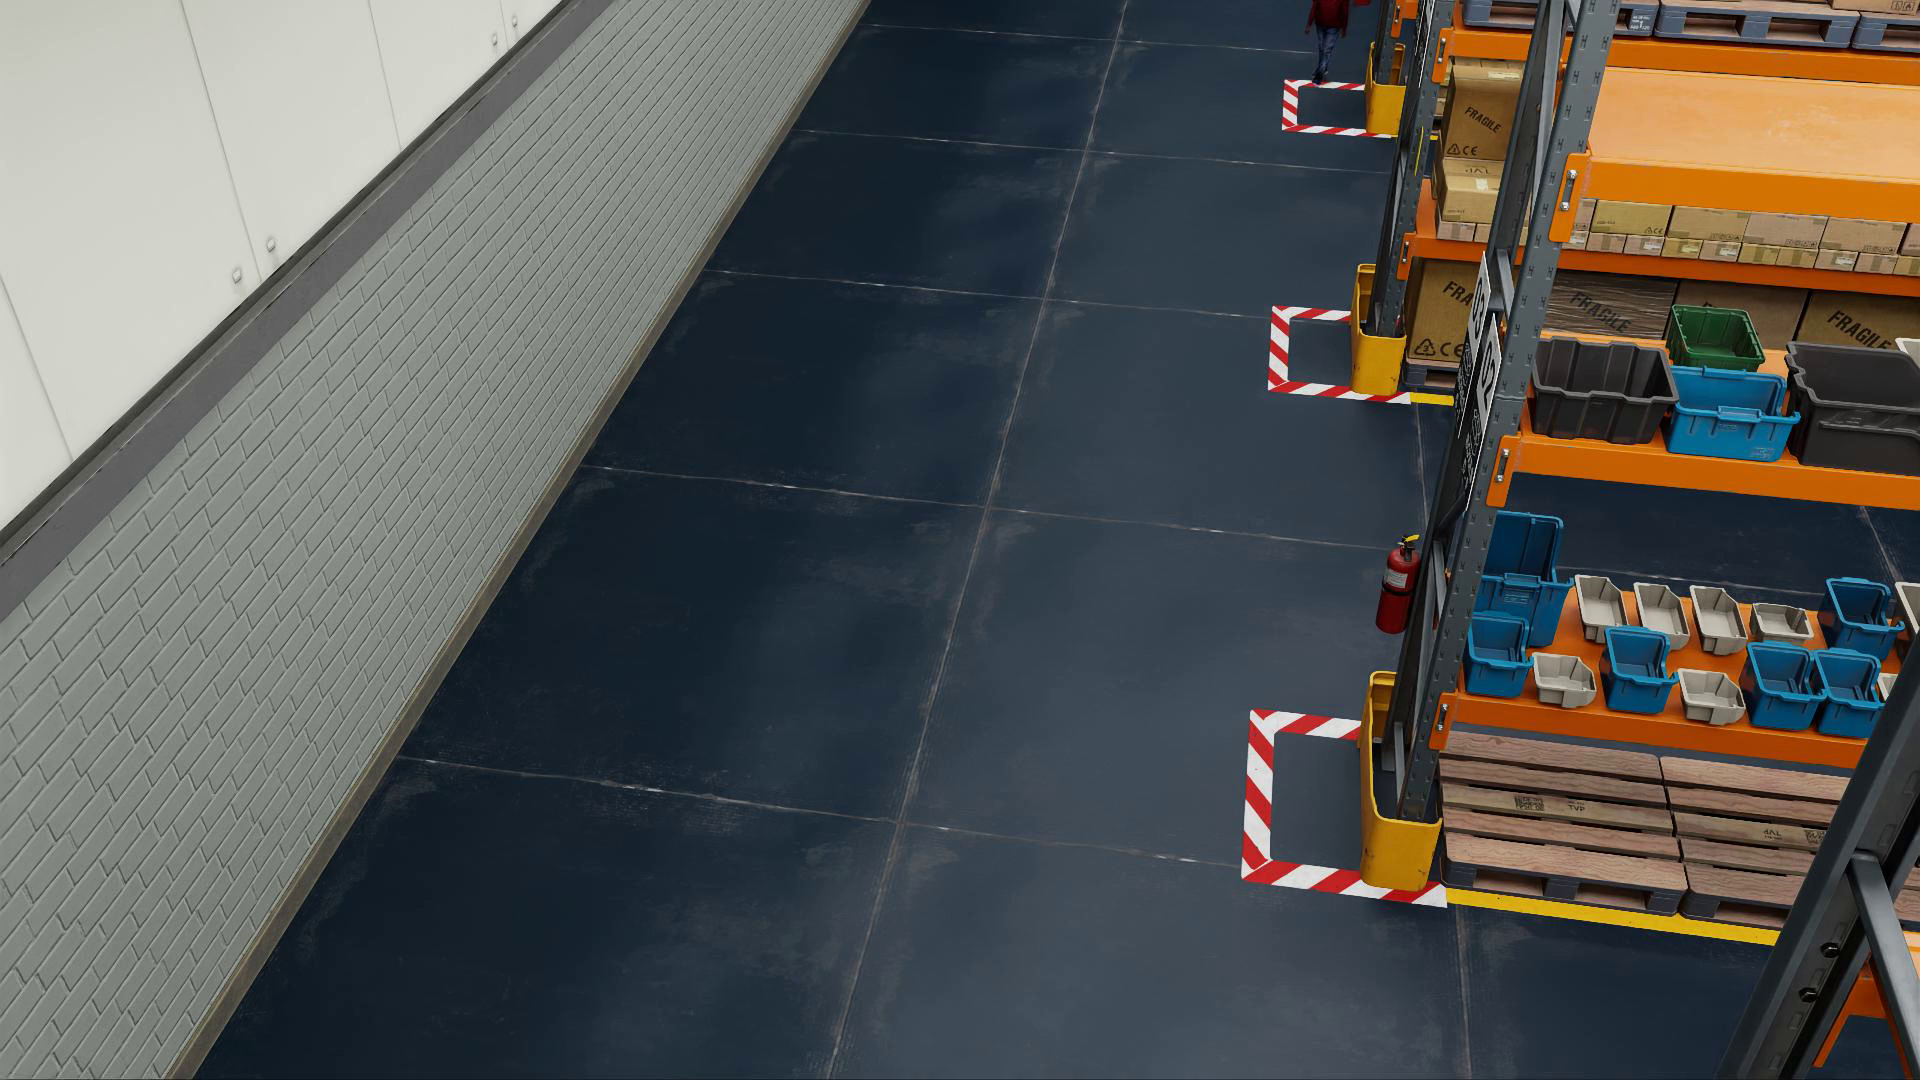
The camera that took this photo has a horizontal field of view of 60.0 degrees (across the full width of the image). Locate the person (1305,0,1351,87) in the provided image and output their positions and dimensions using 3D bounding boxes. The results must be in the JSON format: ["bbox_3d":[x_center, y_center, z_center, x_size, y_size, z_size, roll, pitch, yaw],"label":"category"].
[{"bbox_3d":[3.865,-5.385,17.308,0.826,1.227,0.801,26,44,30],"label":"person"}]
